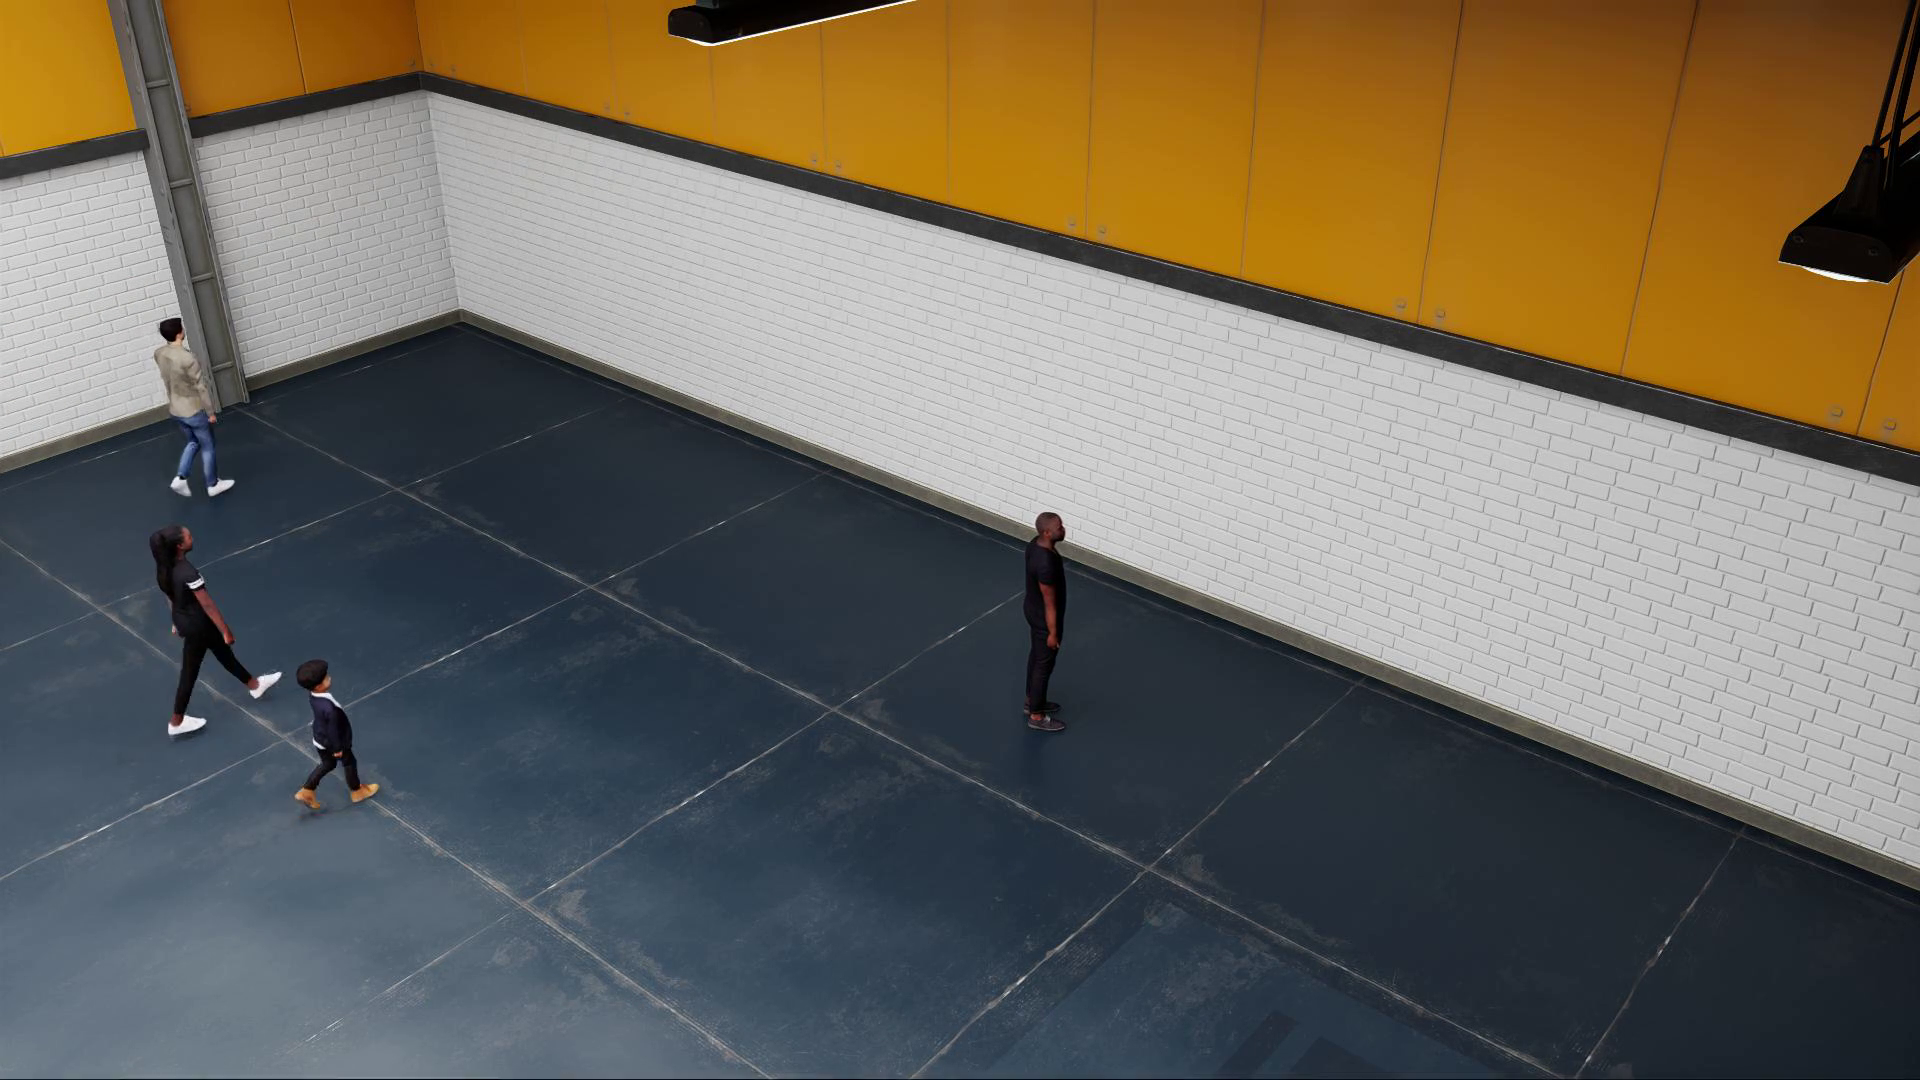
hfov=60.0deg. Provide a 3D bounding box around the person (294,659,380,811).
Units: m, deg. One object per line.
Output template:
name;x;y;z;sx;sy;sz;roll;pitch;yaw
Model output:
person;-4.511;1.397;11.778;0.830;1.211;0.587;-22;36;-35

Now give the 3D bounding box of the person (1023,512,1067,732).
person;0.639;0.596;12.611;0.791;1.819;0.732;-3;29;-5

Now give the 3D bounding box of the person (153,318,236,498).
person;-7.431;-1.215;15.899;0.833;1.849;0.956;13;31;22

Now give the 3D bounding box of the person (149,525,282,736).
person;-5.844;0.708;12.551;0.675;1.680;1.170;25;37;37
